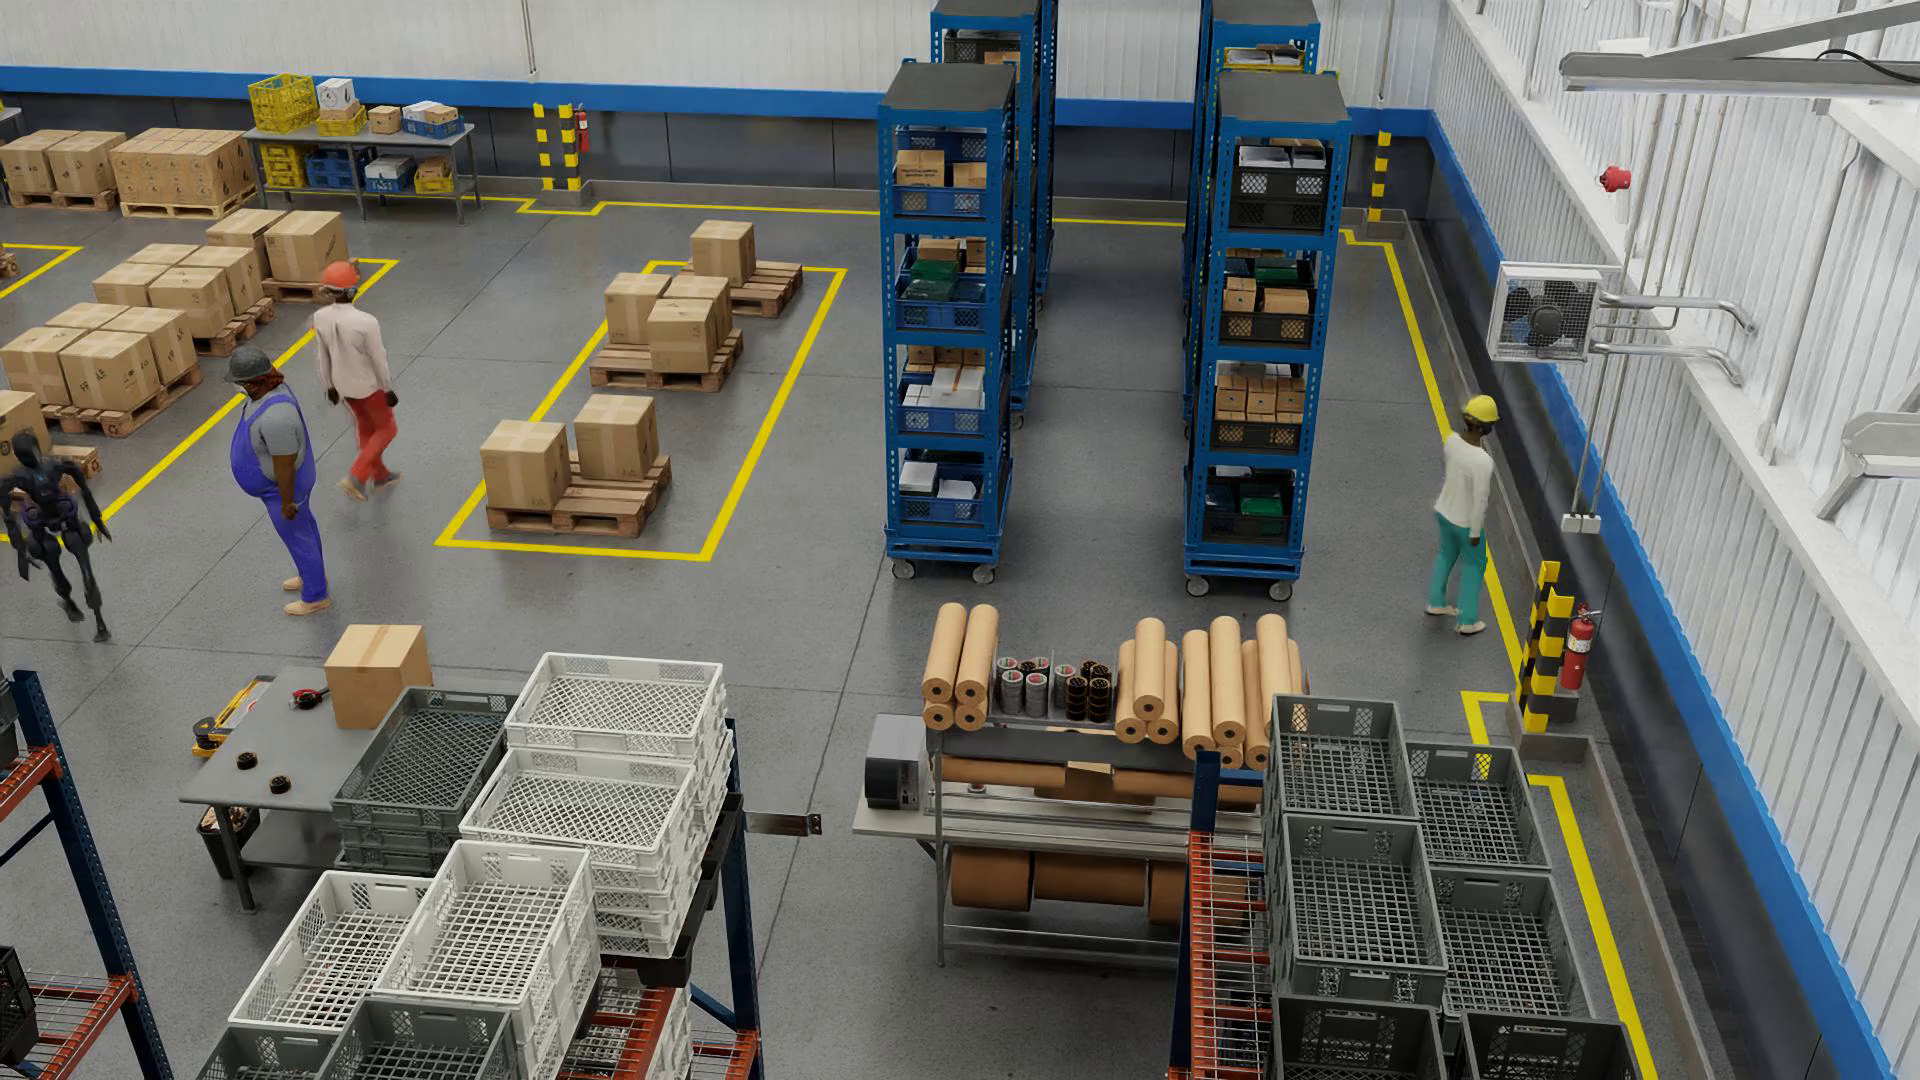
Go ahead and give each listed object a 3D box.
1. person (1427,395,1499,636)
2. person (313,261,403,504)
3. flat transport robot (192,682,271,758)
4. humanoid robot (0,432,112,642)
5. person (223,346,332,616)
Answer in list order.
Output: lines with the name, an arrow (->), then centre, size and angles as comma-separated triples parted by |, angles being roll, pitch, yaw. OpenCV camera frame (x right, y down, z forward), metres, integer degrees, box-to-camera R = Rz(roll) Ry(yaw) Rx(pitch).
person -> 3.516, -0.172, 11.497 | 0.412, 1.744, 0.582 | -10, 32, -16
person -> -4.751, -1.204, 13.037 | 0.612, 1.978, 0.662 | 13, 33, 21
flat transport robot -> -4.089, 1.163, 10.648 | 1.431, 0.197, 0.652 | 3, 30, 6
humanoid robot -> -6.179, -0.058, 11.419 | 0.625, 1.621, 0.788 | -18, 35, -28
person -> -4.797, -0.437, 11.664 | 0.535, 2.000, 0.681 | -11, 32, -18
